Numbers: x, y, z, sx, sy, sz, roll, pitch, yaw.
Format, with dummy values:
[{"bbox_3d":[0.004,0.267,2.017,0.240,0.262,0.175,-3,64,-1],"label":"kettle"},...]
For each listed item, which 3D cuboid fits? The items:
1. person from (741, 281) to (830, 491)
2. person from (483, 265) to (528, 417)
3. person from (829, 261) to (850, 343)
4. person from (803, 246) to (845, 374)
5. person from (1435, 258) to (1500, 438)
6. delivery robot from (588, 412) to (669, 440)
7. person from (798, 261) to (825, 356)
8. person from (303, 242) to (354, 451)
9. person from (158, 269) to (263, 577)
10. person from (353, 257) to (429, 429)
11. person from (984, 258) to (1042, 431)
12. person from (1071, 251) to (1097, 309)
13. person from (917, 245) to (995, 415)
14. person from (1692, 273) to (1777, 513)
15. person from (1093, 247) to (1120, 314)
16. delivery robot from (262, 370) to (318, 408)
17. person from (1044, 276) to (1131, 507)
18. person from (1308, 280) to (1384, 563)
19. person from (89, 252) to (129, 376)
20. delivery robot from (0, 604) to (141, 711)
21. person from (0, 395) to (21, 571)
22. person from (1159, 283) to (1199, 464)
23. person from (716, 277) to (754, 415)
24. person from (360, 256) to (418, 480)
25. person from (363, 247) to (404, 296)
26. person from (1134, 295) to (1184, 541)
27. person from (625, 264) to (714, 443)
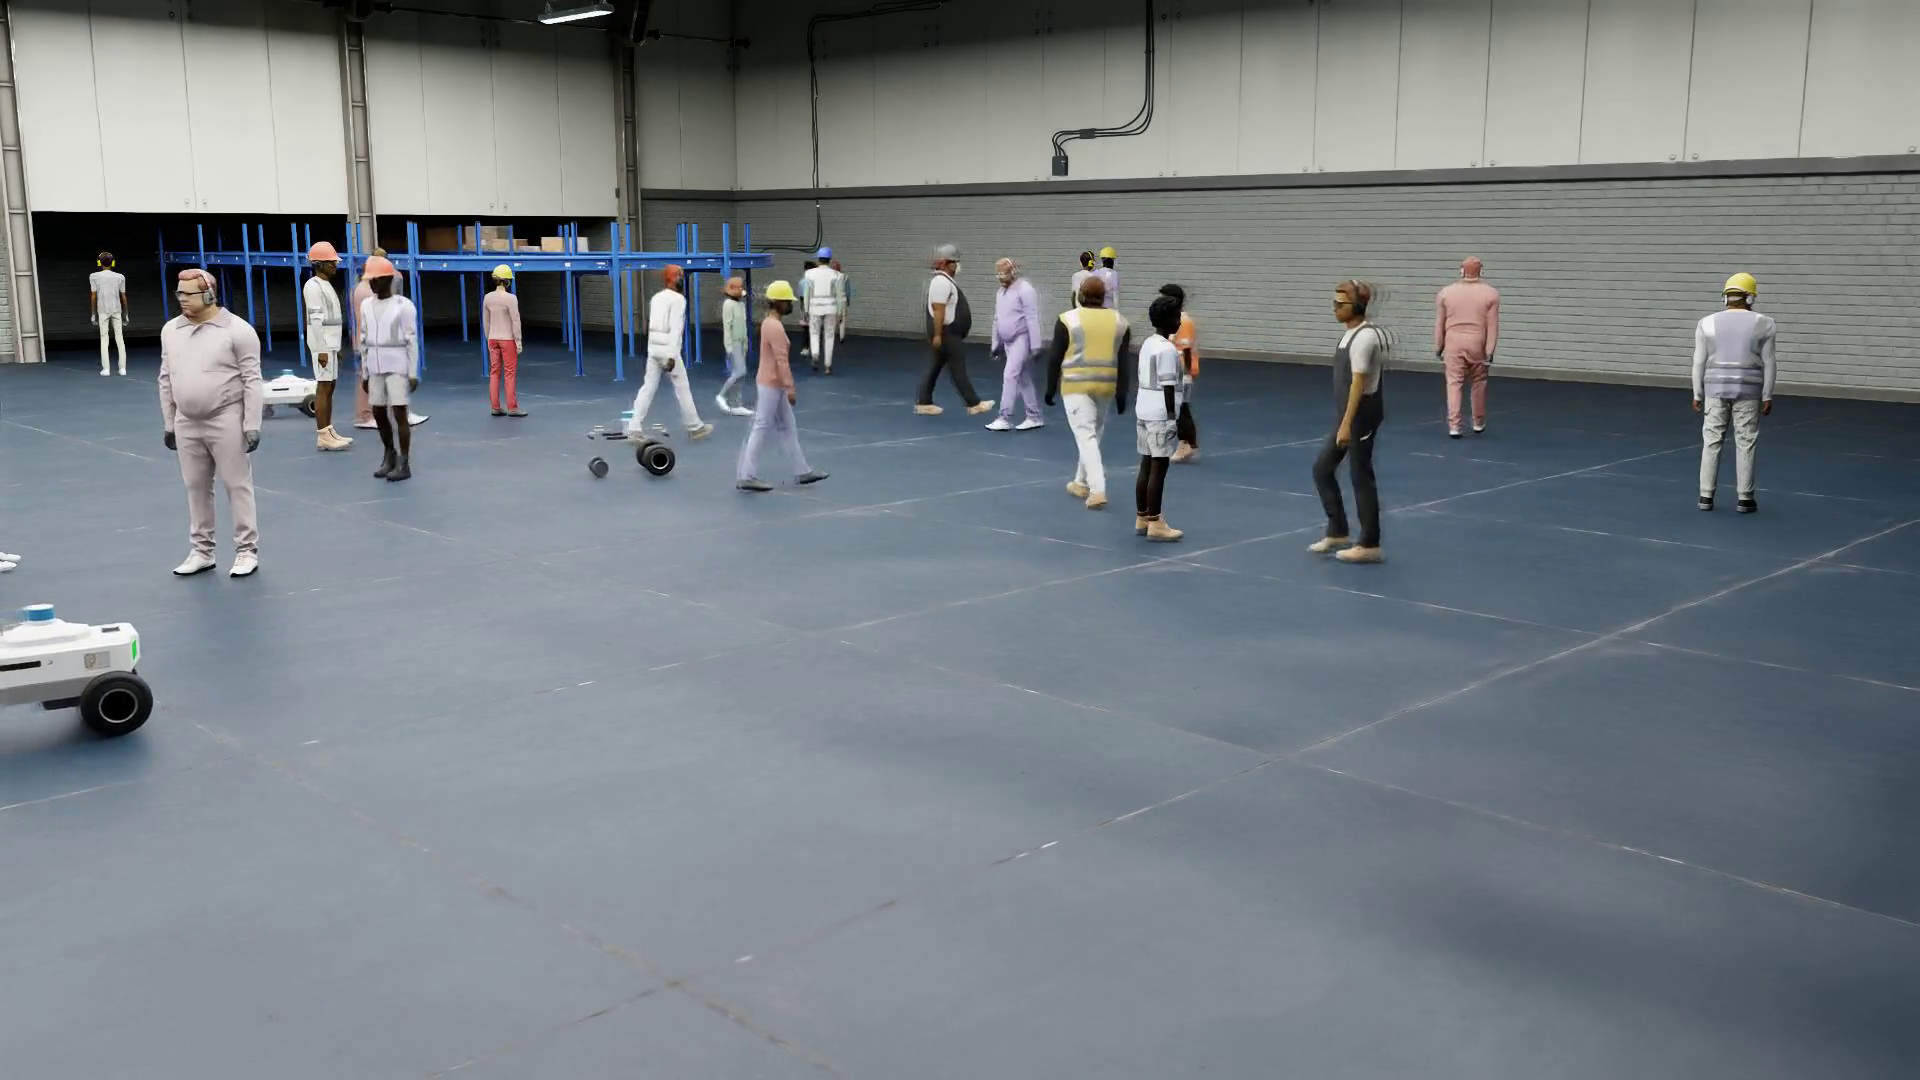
[{"bbox_3d":[-1.459,-1.278,13.843,0.848,1.726,0.550,-2,11,-12],"label":"person"},{"bbox_3d":[-5.333,-2.332,19.493,0.533,1.767,0.326,6,12,29],"label":"person"},{"bbox_3d":[-2.432,-4.710,32.903,0.517,1.602,0.814,-1,10,-4],"label":"person"},{"bbox_3d":[-2.074,-3.511,25.453,0.644,1.935,0.439,0,10,2],"label":"person"},{"bbox_3d":[5.374,-2.041,17.641,0.660,1.865,0.938,4,11,21],"label":"person"},{"bbox_3d":[-2.965,-1.032,14.864,0.698,0.223,0.335,-4,11,-19],"label":"delivery robot"},{"bbox_3d":[-2.565,-4.056,29.138,0.527,1.674,0.716,-6,12,-29],"label":"person"},{"bbox_3d":[-6.279,-1.929,16.535,0.378,2.045,0.605,-2,11,-9],"label":"person"},{"bbox_3d":[-4.660,-0.720,10.326,0.645,1.905,0.400,2,10,8],"label":"person"},{"bbox_3d":[-6.240,-2.144,18.186,0.881,1.873,0.649,-1,10,-7],"label":"person"},{"bbox_3d":[0.530,-2.094,17.938,0.856,1.854,0.665,-5,12,-26],"label":"person"},{"bbox_3d":[1.904,-3.398,25.020,0.519,1.874,0.327,10,14,43],"label":"person"},{"bbox_3d":[-0.060,-2.468,19.600,0.979,2.000,0.705,0,10,-2],"label":"person"},{"bbox_3d":[5.956,-1.135,12.811,0.586,1.823,0.403,6,12,31],"label":"person"},{"bbox_3d":[2.277,-3.569,25.793,0.364,1.929,0.589,-8,13,-38],"label":"person"},{"bbox_3d":[-7.870,-1.756,19.520,0.707,0.478,0.477,-6,12,-30],"label":"delivery robot"},{"bbox_3d":[1.018,-1.181,13.158,0.623,1.799,0.945,-4,11,-23],"label":"person"},{"bbox_3d":[2.495,-0.760,10.773,0.602,1.824,0.527,-1,10,-5],"label":"person"},{"bbox_3d":[-12.923,-3.431,25.267,0.517,1.855,0.323,-7,13,-34],"label":"person"},{"bbox_3d":[-3.913,0.519,7.114,0.707,0.478,0.477,-7,13,-33],"label":"delivery robot"},{"bbox_3d":[-6.204,-0.630,10.573,0.266,1.631,0.507,-4,11,-23],"label":"person"},{"bbox_3d":[2.043,-1.529,15.383,0.453,1.665,0.557,-1,10,-5],"label":"person"},{"bbox_3d":[-2.623,-2.283,19.593,0.360,1.621,0.517,3,11,14],"label":"person"},{"bbox_3d":[-4.989,-1.500,14.505,0.558,1.937,0.381,3,11,18],"label":"person"},{"bbox_3d":[-8.060,-3.109,23.260,0.370,1.941,0.627,8,13,36],"label":"person"},{"bbox_3d":[1.402,-0.859,11.645,0.317,1.697,0.540,-2,11,-11],"label":"person"},{"bbox_3d":[-3.024,-1.908,17.073,0.618,1.813,1.024,10,14,43],"label":"person"}]
